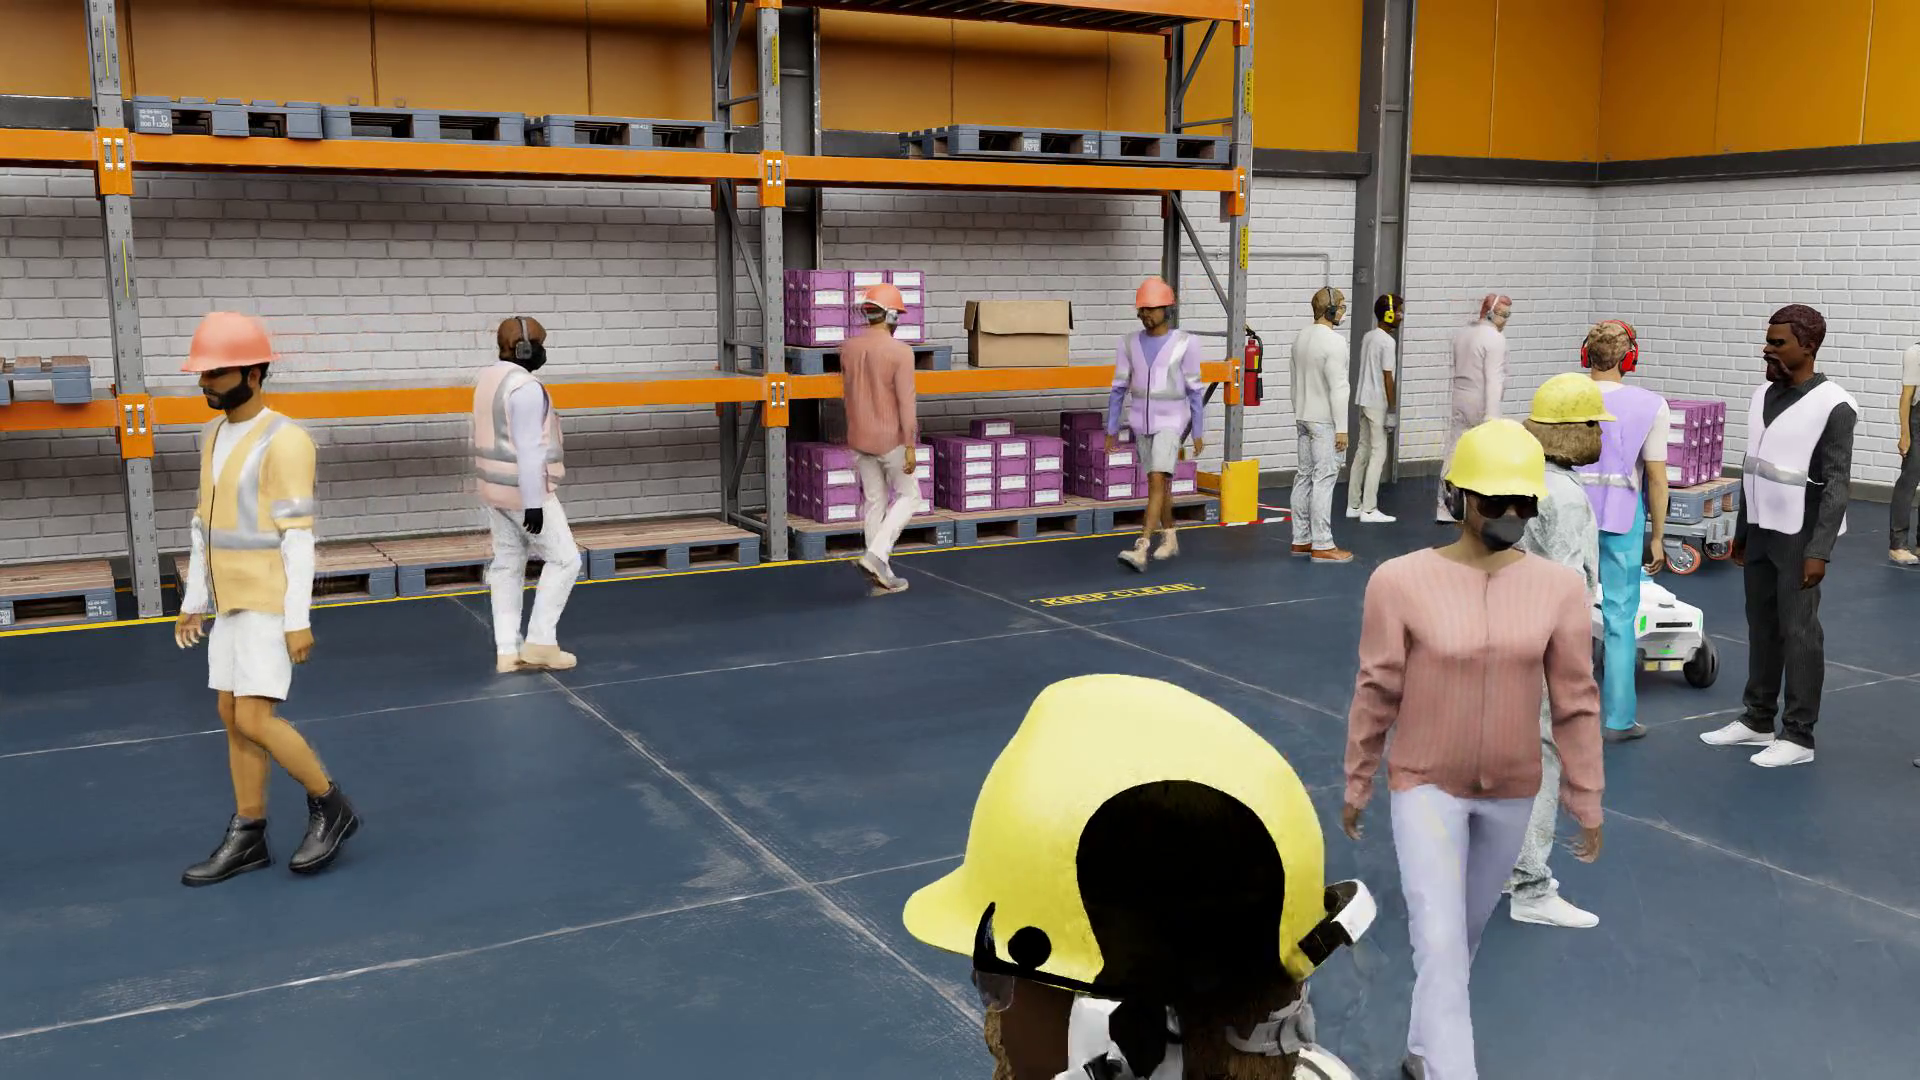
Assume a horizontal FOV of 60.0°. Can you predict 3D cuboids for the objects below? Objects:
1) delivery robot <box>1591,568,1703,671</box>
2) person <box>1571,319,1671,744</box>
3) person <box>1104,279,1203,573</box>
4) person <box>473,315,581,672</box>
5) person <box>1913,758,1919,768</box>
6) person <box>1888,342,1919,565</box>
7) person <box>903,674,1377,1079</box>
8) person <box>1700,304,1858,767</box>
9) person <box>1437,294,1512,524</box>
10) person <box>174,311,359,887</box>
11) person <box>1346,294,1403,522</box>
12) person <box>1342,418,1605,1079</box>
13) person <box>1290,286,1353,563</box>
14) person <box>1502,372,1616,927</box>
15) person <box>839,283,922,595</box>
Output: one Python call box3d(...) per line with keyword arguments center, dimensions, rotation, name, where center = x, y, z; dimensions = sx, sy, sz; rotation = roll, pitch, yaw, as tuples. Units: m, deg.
box3d(center=(3.424, 0.383, 8.377), dimensions=(0.477, 0.478, 0.707), rotation=(-1, 9, -4), name="delivery robot")
box3d(center=(2.778, -0.030, 7.253), dimensions=(0.564, 1.846, 0.390), rotation=(6, 11, 34), name="person")
box3d(center=(1.319, -0.789, 11.465), dimensions=(0.632, 1.980, 1.062), rotation=(6, 11, 33), name="person")
box3d(center=(-2.187, -0.225, 8.494), dimensions=(0.537, 1.825, 0.659), rotation=(-7, 11, -36), name="person")
box3d(center=(4.028, 0.122, 6.565), dimensions=(0.324, 1.769, 0.523), rotation=(4, 10, 22), name="person")
box3d(center=(6.793, -0.743, 11.617), dimensions=(0.506, 1.840, 0.348), rotation=(-2, 9, -10), name="person")
box3d(center=(0.215, 0.985, 1.192), dimensions=(0.736, 1.811, 0.599), rotation=(3, 10, 18), name="person")
box3d(center=(3.432, -0.017, 6.952), dimensions=(0.333, 1.920, 0.587), rotation=(-1, 9, -8), name="person")
box3d(center=(4.236, -1.043, 13.375), dimensions=(0.866, 1.846, 0.794), rotation=(-3, 10, -16), name="person")
box3d(center=(-2.409, 0.202, 5.578), dimensions=(0.564, 1.929, 0.468), rotation=(8, 12, 40), name="person")
box3d(center=(3.408, -1.074, 13.590), dimensions=(0.353, 1.858, 0.507), rotation=(-1, 9, -9), name="person")
box3d(center=(1.197, 0.594, 3.780), dimensions=(0.548, 1.720, 0.868), rotation=(-1, 9, -5), name="person")
box3d(center=(2.552, -0.811, 11.730), dimensions=(0.362, 1.939, 0.635), rotation=(-3, 10, -18), name="person")
box3d(center=(1.885, 0.340, 5.308), dimensions=(0.309, 1.744, 0.485), rotation=(0, 9, 2), name="person")
box3d(center=(-0.502, -0.623, 10.471), dimensions=(0.626, 1.969, 0.507), rotation=(7, 12, 36), name="person")
